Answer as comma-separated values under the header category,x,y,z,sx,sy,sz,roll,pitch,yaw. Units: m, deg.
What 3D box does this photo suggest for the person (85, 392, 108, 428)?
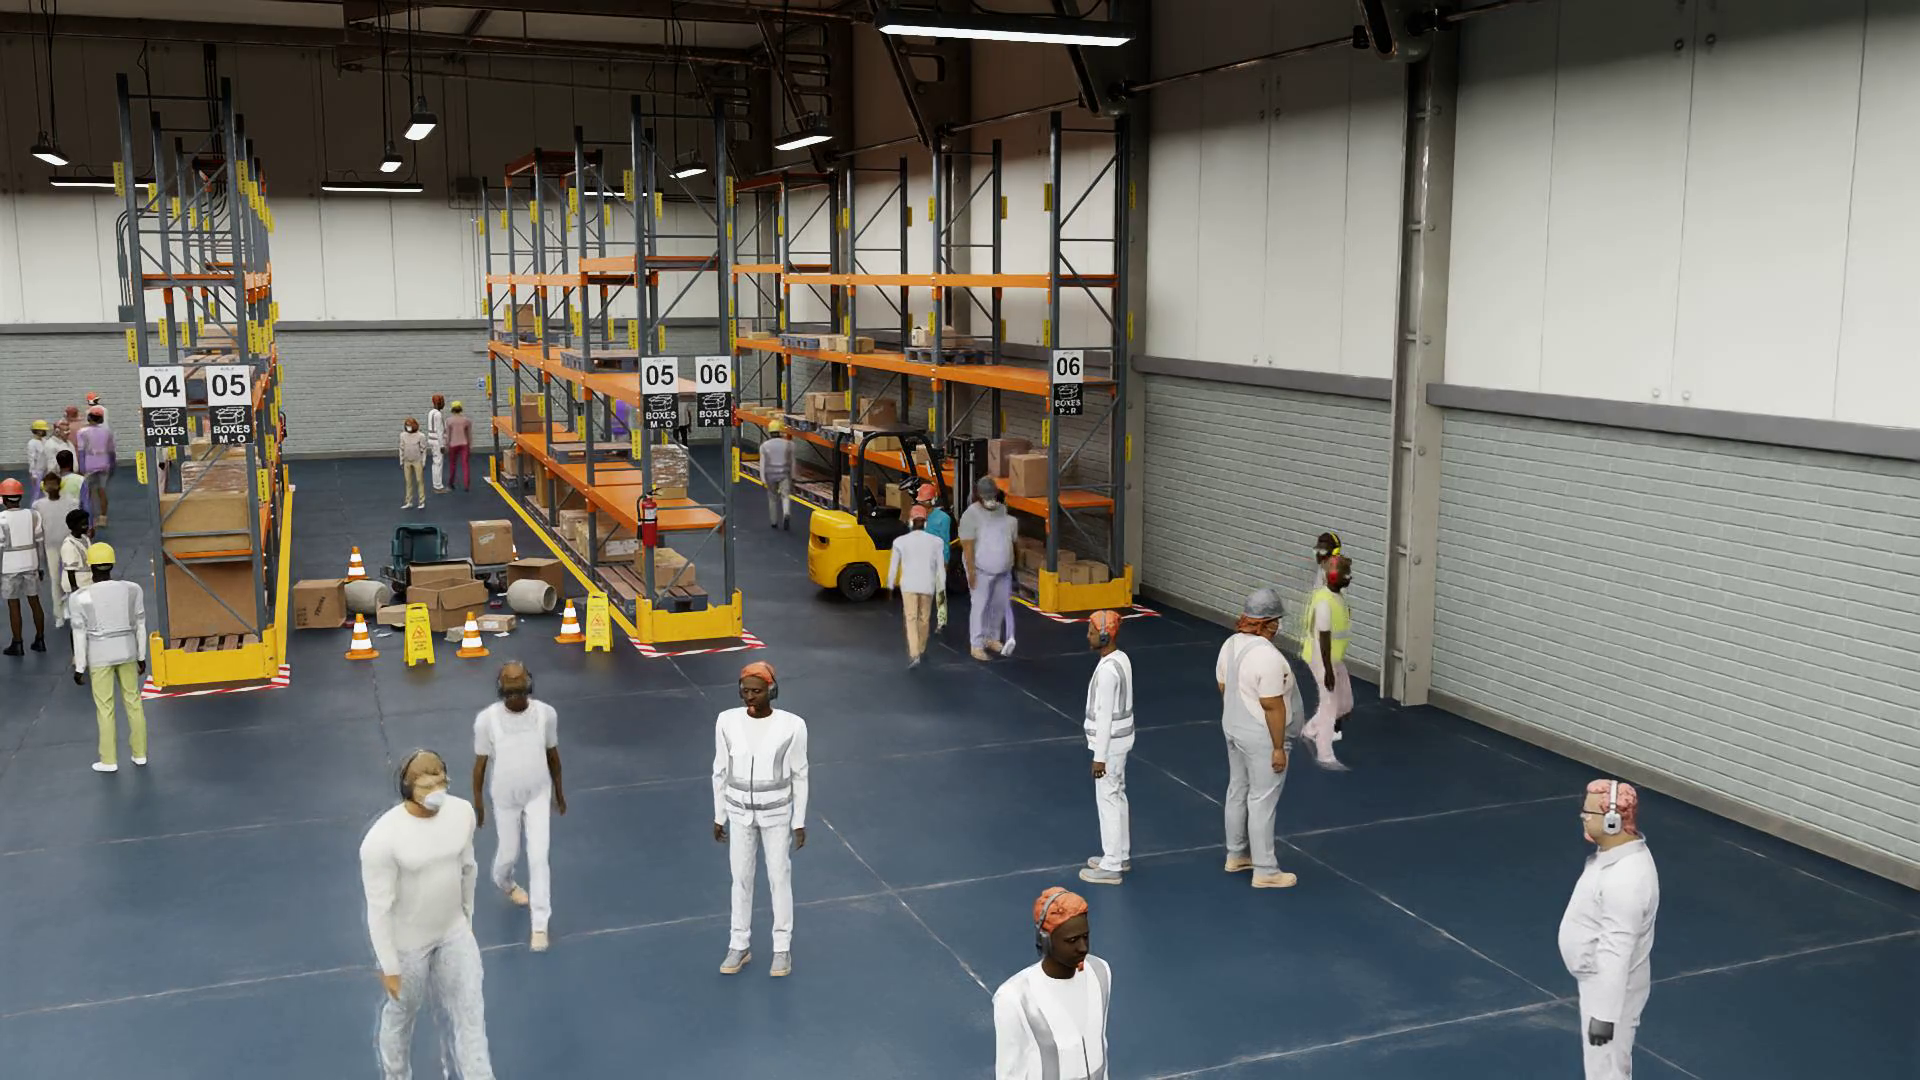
category,x,y,z,sx,sy,sz,roll,pitch,yaw
person,-17.782,-2.169,34.237,0.349,1.743,0.563,2,9,14

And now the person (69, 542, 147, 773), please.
category,x,y,z,sx,sy,sz,roll,pitch,yaw
person,-7.082,0.976,13.855,0.377,1.929,0.585,8,12,43

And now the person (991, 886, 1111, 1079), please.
category,x,y,z,sx,sy,sz,roll,pitch,yaw
person,0.367,2.213,6.216,0.575,1.882,0.355,-9,13,-44

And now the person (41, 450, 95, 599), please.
category,x,y,z,sx,sy,sz,roll,pitch,yaw
person,-11.374,-0.182,21.245,0.587,1.898,0.391,0,9,-3

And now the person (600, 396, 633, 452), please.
category,x,y,z,sx,sy,sz,roll,pitch,yaw
person,-7.061,-2.209,34.251,0.676,1.826,0.490,-5,10,-28

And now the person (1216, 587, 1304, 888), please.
category,x,y,z,sx,sy,sz,roll,pitch,yaw
person,2.073,1.320,11.336,0.535,2.000,0.674,-3,10,-20

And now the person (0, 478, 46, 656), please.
category,x,y,z,sx,sy,sz,roll,pitch,yaw
person,-10.271,0.293,18.127,0.358,1.938,0.548,6,11,33

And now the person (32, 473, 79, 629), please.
category,x,y,z,sx,sy,sz,roll,pitch,yaw
person,-10.680,0.097,19.753,0.535,1.821,0.996,-5,10,-26

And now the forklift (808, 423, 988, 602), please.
category,x,y,z,sx,sy,sz,roll,pitch,yaw
forklift,-0.830,-0.399,21.676,2.313,2.155,1.214,-4,10,-21

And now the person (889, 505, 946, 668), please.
category,x,y,z,sx,sy,sz,roll,pitch,yaw
person,-0.447,0.487,17.645,0.597,1.714,0.843,-1,9,-9

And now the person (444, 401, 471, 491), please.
category,x,y,z,sx,sy,sz,roll,pitch,yaw
person,-9.704,-1.820,32.121,0.537,1.710,0.945,-5,10,-29

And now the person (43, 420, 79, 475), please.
category,x,y,z,sx,sy,sz,roll,pitch,yaw
person,-13.858,-0.901,25.754,0.410,1.905,0.641,0,9,-2

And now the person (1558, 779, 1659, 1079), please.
category,x,y,z,sx,sy,sz,roll,pitch,yaw
person,2.891,2.007,7.478,0.399,1.901,0.654,3,10,20

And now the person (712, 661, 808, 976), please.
category,x,y,z,sx,sy,sz,roll,pitch,yaw
person,-1.184,1.640,9.823,0.572,1.883,0.353,1,9,9

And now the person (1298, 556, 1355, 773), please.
category,x,y,z,sx,sy,sz,roll,pitch,yaw
person,3.068,1.027,13.856,0.453,1.831,0.571,5,10,28

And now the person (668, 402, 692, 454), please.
category,x,y,z,sx,sy,sz,roll,pitch,yaw
person,-5.992,-2.433,35.538,0.519,1.866,0.340,-5,10,-29

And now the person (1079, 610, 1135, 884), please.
category,x,y,z,sx,sy,sz,roll,pitch,yaw
person,1.012,1.402,11.357,0.352,1.878,0.567,2,9,12

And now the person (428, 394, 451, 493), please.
category,x,y,z,sx,sy,sz,roll,pitch,yaw
person,-9.937,-1.830,31.688,0.359,1.879,0.575,-5,10,-29

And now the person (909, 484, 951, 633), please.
category,x,y,z,sx,sy,sz,roll,pitch,yaw
person,-0.370,0.211,19.262,0.562,1.743,0.359,5,10,30

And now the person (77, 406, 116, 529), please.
category,x,y,z,sx,sy,sz,roll,pitch,yaw
person,-14.134,-1.186,27.260,0.584,1.990,0.655,8,12,40

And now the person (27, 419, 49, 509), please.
category,x,y,z,sx,sy,sz,roll,pitch,yaw
person,-15.206,-1.115,27.534,0.334,1.766,0.527,0,9,2

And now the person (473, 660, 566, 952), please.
category,x,y,z,sx,sy,sz,roll,pitch,yaw
person,-2.766,1.587,10.419,0.558,1.809,0.831,-4,10,-22

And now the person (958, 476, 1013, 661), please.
category,x,y,z,sx,sy,sz,roll,pitch,yaw
person,0.304,0.268,17.959,0.743,2.000,0.542,-7,12,-38

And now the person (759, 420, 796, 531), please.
category,x,y,z,sx,sy,sz,roll,pitch,yaw
person,-2.944,-1.032,26.873,0.605,1.813,0.720,-2,9,-12

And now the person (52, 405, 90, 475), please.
category,x,y,z,sx,sy,sz,roll,pitch,yaw
person,-15.532,-1.428,29.154,0.655,1.881,0.838,-6,11,-35

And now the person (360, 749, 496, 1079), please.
category,x,y,z,sx,sy,sz,roll,pitch,yaw
person,-2.483,1.933,7.917,0.923,1.896,0.652,7,11,37

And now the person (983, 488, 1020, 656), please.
category,x,y,z,sx,sy,sz,roll,pitch,yaw
person,0.423,0.340,18.201,0.556,1.833,0.873,-2,9,-13

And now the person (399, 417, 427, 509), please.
category,x,y,z,sx,sy,sz,roll,pitch,yaw
person,-9.714,-1.367,29.531,0.497,1.633,0.288,1,9,7

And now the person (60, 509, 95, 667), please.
category,x,y,z,sx,sy,sz,roll,pitch,yaw
person,-9.307,0.503,17.597,0.324,1.685,0.540,-1,9,-9

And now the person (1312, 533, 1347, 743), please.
category,x,y,z,sx,sy,sz,roll,pitch,yaw
person,3.239,0.859,14.766,0.315,1.872,0.533,-2,9,-13
